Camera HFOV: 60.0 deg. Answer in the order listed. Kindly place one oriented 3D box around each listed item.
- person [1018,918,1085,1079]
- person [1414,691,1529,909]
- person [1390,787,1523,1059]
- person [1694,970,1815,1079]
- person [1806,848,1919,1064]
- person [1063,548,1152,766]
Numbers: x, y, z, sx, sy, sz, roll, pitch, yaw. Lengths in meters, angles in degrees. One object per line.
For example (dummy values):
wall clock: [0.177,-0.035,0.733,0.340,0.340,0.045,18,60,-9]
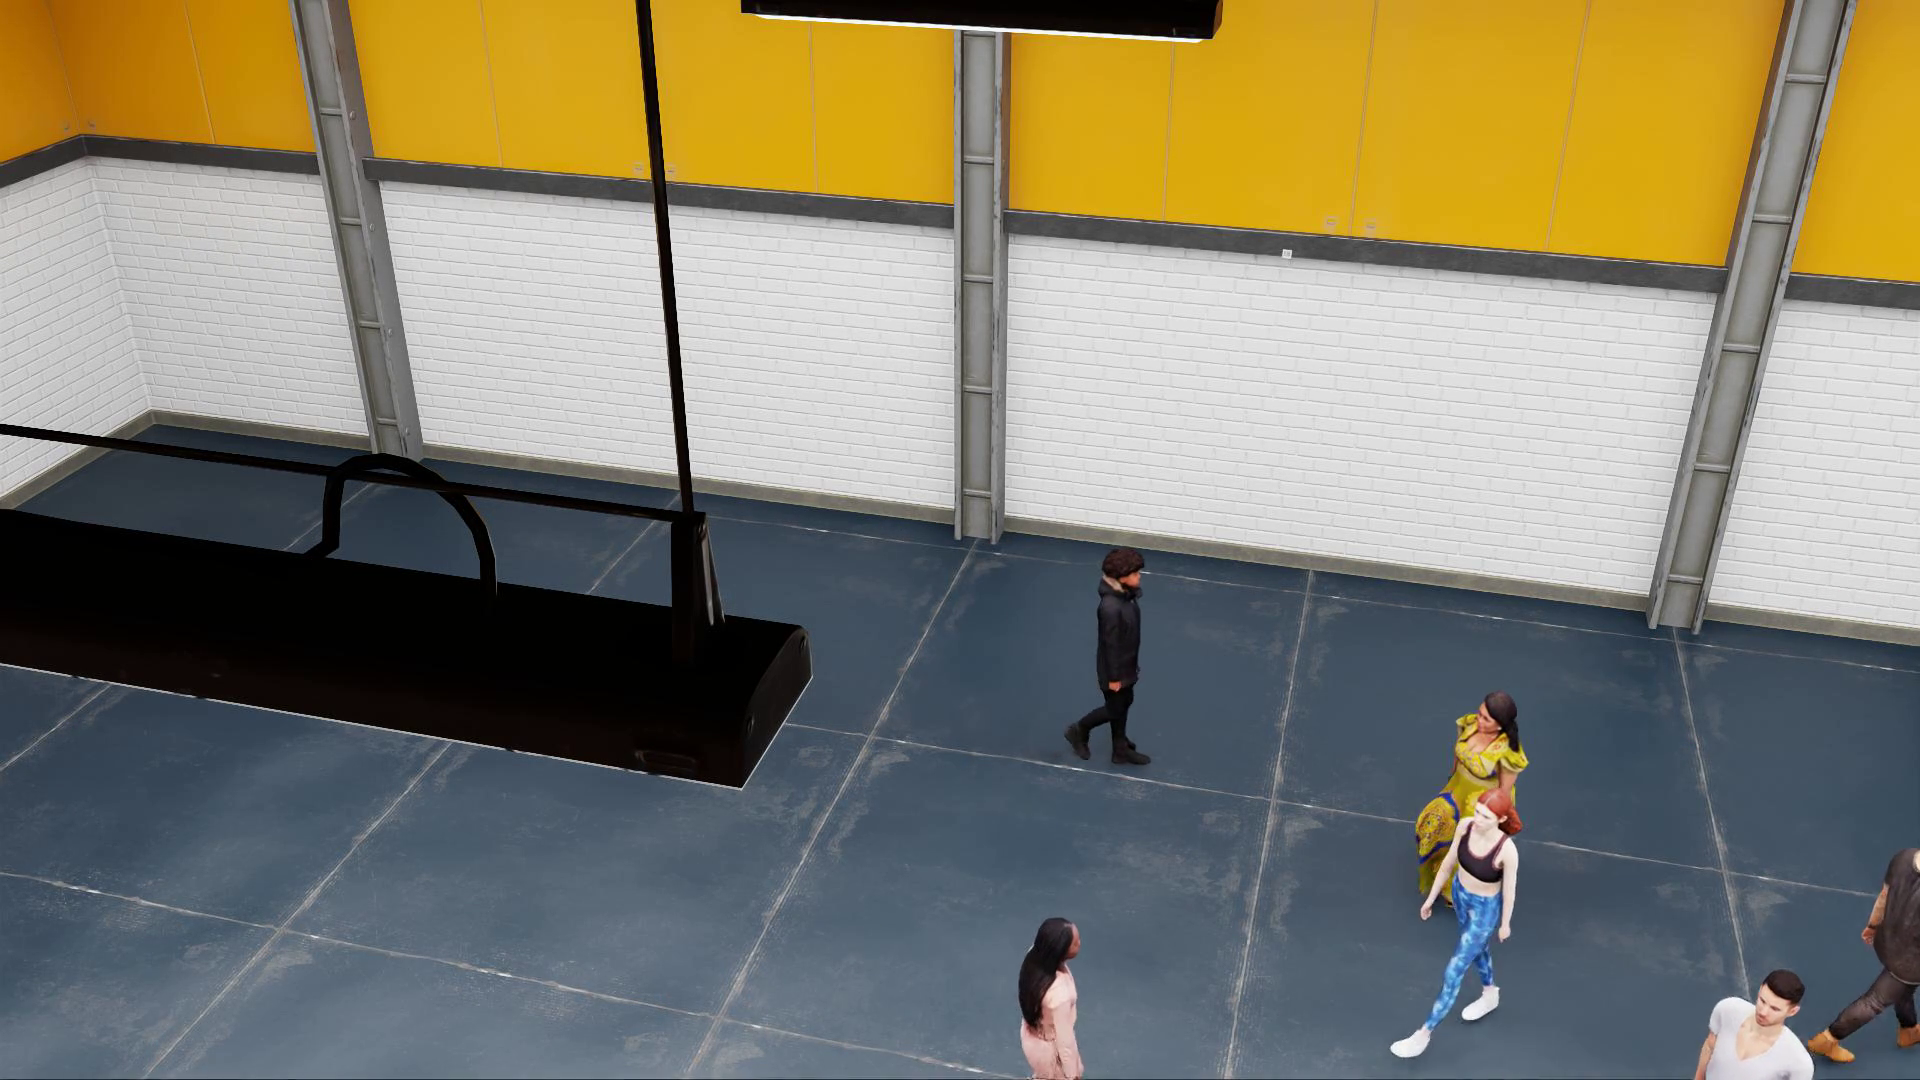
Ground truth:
person: [0.371,2.637,8.594,0.768,1.705,0.758,-5,29,-10]
person: [3.332,1.622,10.527,0.994,1.647,0.934,-16,33,-27]
person: [3.000,2.119,9.520,1.164,1.738,1.076,-14,32,-24]
person: [3.873,2.784,8.180,0.886,1.843,0.820,-17,33,-28]
person: [5.213,2.275,9.290,1.166,1.673,0.841,-1,29,-1]
person: [1.051,0.852,11.800,0.876,1.768,0.664,10,30,17]
